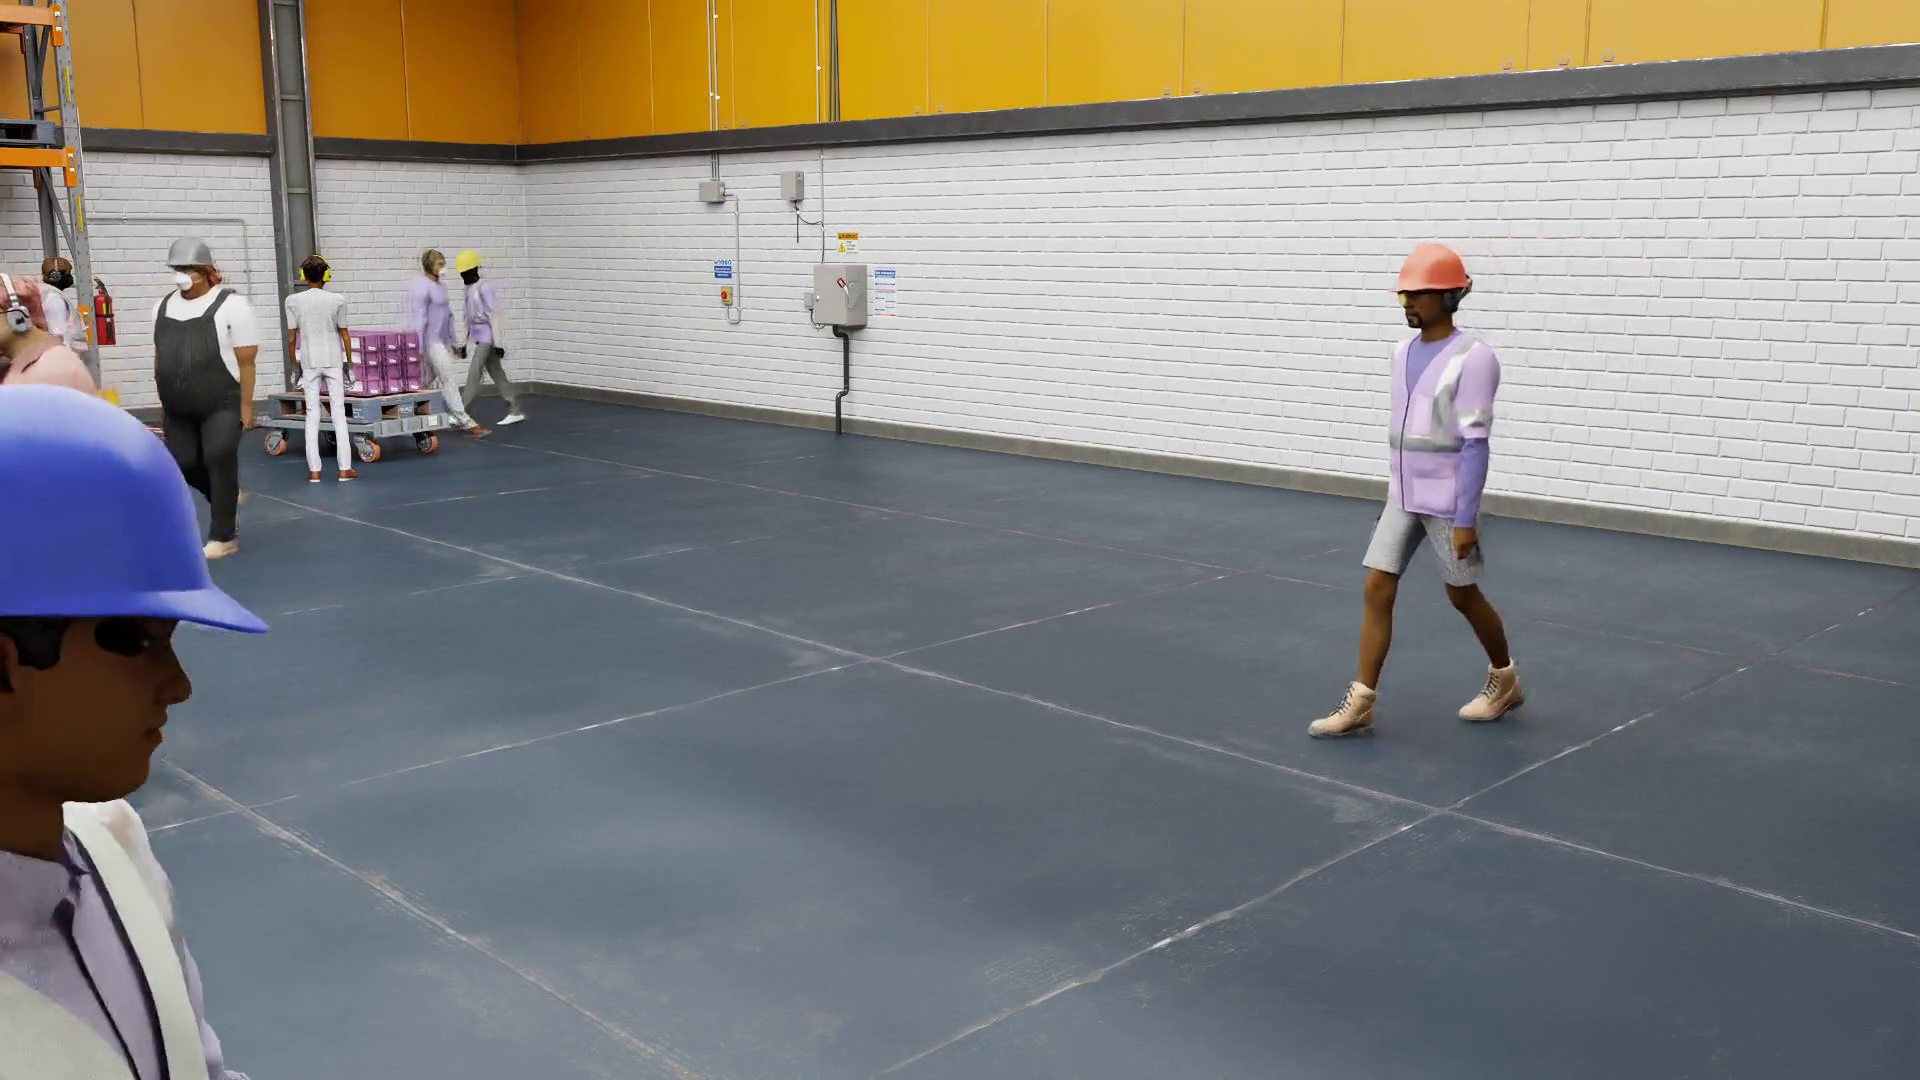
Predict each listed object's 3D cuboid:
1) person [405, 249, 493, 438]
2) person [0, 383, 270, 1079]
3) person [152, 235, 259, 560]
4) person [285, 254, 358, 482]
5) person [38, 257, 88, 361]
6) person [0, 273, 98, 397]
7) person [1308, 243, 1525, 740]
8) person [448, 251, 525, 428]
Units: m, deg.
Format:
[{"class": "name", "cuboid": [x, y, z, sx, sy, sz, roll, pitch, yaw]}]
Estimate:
[{"class": "person", "cuboid": [-5.255, -1.949, 16.604, 1.032, 1.891, 0.640, 0, 10, 0]}, {"class": "person", "cuboid": [-0.745, 0.837, 1.319, 0.645, 1.912, 0.634, -2, 11, -11]}, {"class": "person", "cuboid": [-4.762, -0.917, 10.542, 0.680, 2.000, 0.728, 1, 10, 7]}, {"class": "person", "cuboid": [-5.252, -1.409, 13.695, 0.514, 1.872, 0.328, -3, 11, -14]}, {"class": "person", "cuboid": [-7.986, -1.590, 14.795, 0.431, 1.836, 0.619, -8, 13, -36]}, {"class": "person", "cuboid": [-3.365, -0.029, 6.133, 0.413, 1.889, 0.670, -7, 13, -34]}, {"class": "person", "cuboid": [1.933, -0.192, 6.728, 1.027, 1.999, 0.621, -5, 11, -24]}, {"class": "person", "cuboid": [-5.070, -2.107, 17.522, 0.965, 1.855, 0.594, -7, 12, -32]}]
